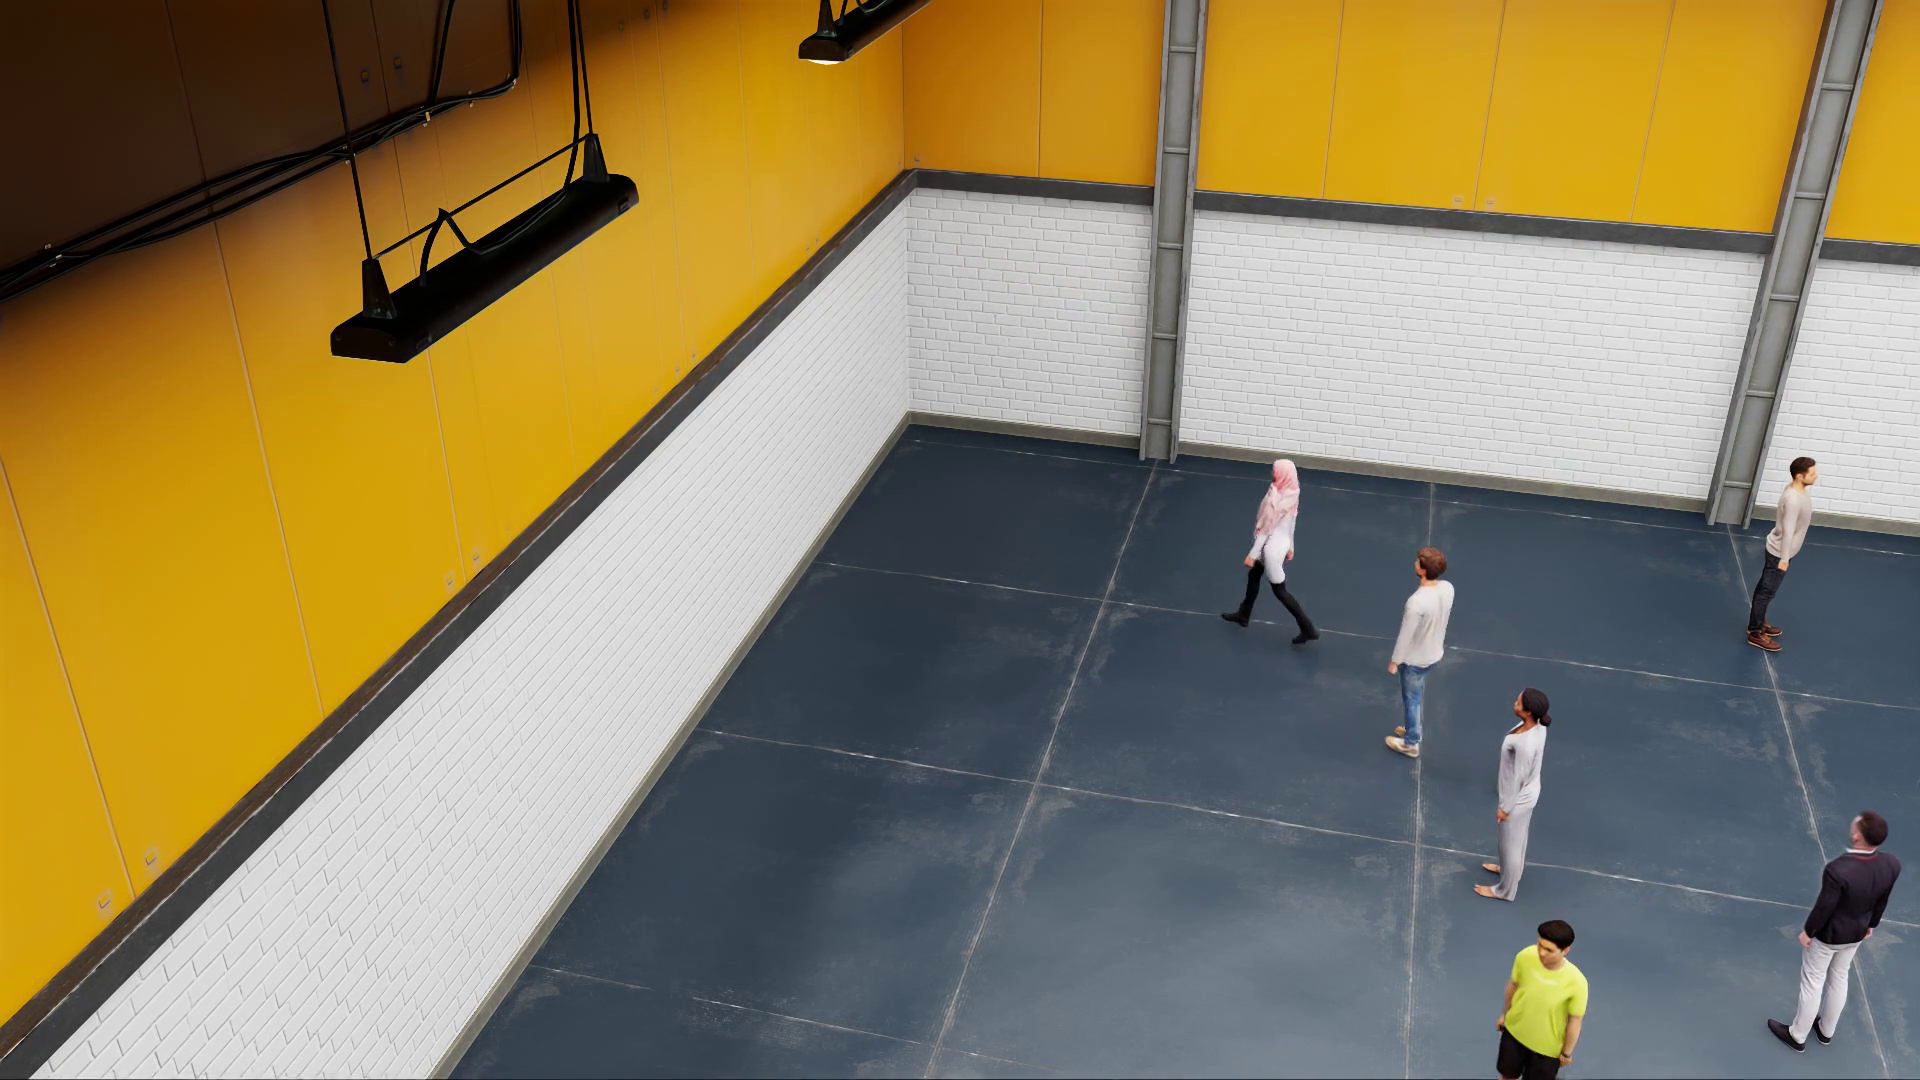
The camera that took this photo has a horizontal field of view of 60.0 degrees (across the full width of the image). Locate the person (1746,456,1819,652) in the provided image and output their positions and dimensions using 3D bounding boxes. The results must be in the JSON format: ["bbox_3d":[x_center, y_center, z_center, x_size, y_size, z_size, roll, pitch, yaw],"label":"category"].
[{"bbox_3d":[7.381,0.086,14.956,0.633,1.868,0.692,13,31,23],"label":"person"}]

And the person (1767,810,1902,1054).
[{"bbox_3d":[5.587,2.491,10.575,0.662,1.842,0.796,-6,29,-10],"label":"person"}]

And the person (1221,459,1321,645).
[{"bbox_3d":[2.911,0.147,14.952,1.267,1.764,0.870,16,32,26],"label":"person"}]

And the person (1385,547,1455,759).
[{"bbox_3d":[3.762,0.948,13.346,0.793,1.895,0.813,-23,36,-36],"label":"person"}]

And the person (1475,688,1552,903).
[{"bbox_3d":[4.008,1.811,11.931,0.609,1.736,0.678,14,32,24],"label":"person"}]

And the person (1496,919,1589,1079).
[{"bbox_3d":[3.491,2.908,9.967,0.925,1.691,0.894,-22,35,-34],"label":"person"}]
